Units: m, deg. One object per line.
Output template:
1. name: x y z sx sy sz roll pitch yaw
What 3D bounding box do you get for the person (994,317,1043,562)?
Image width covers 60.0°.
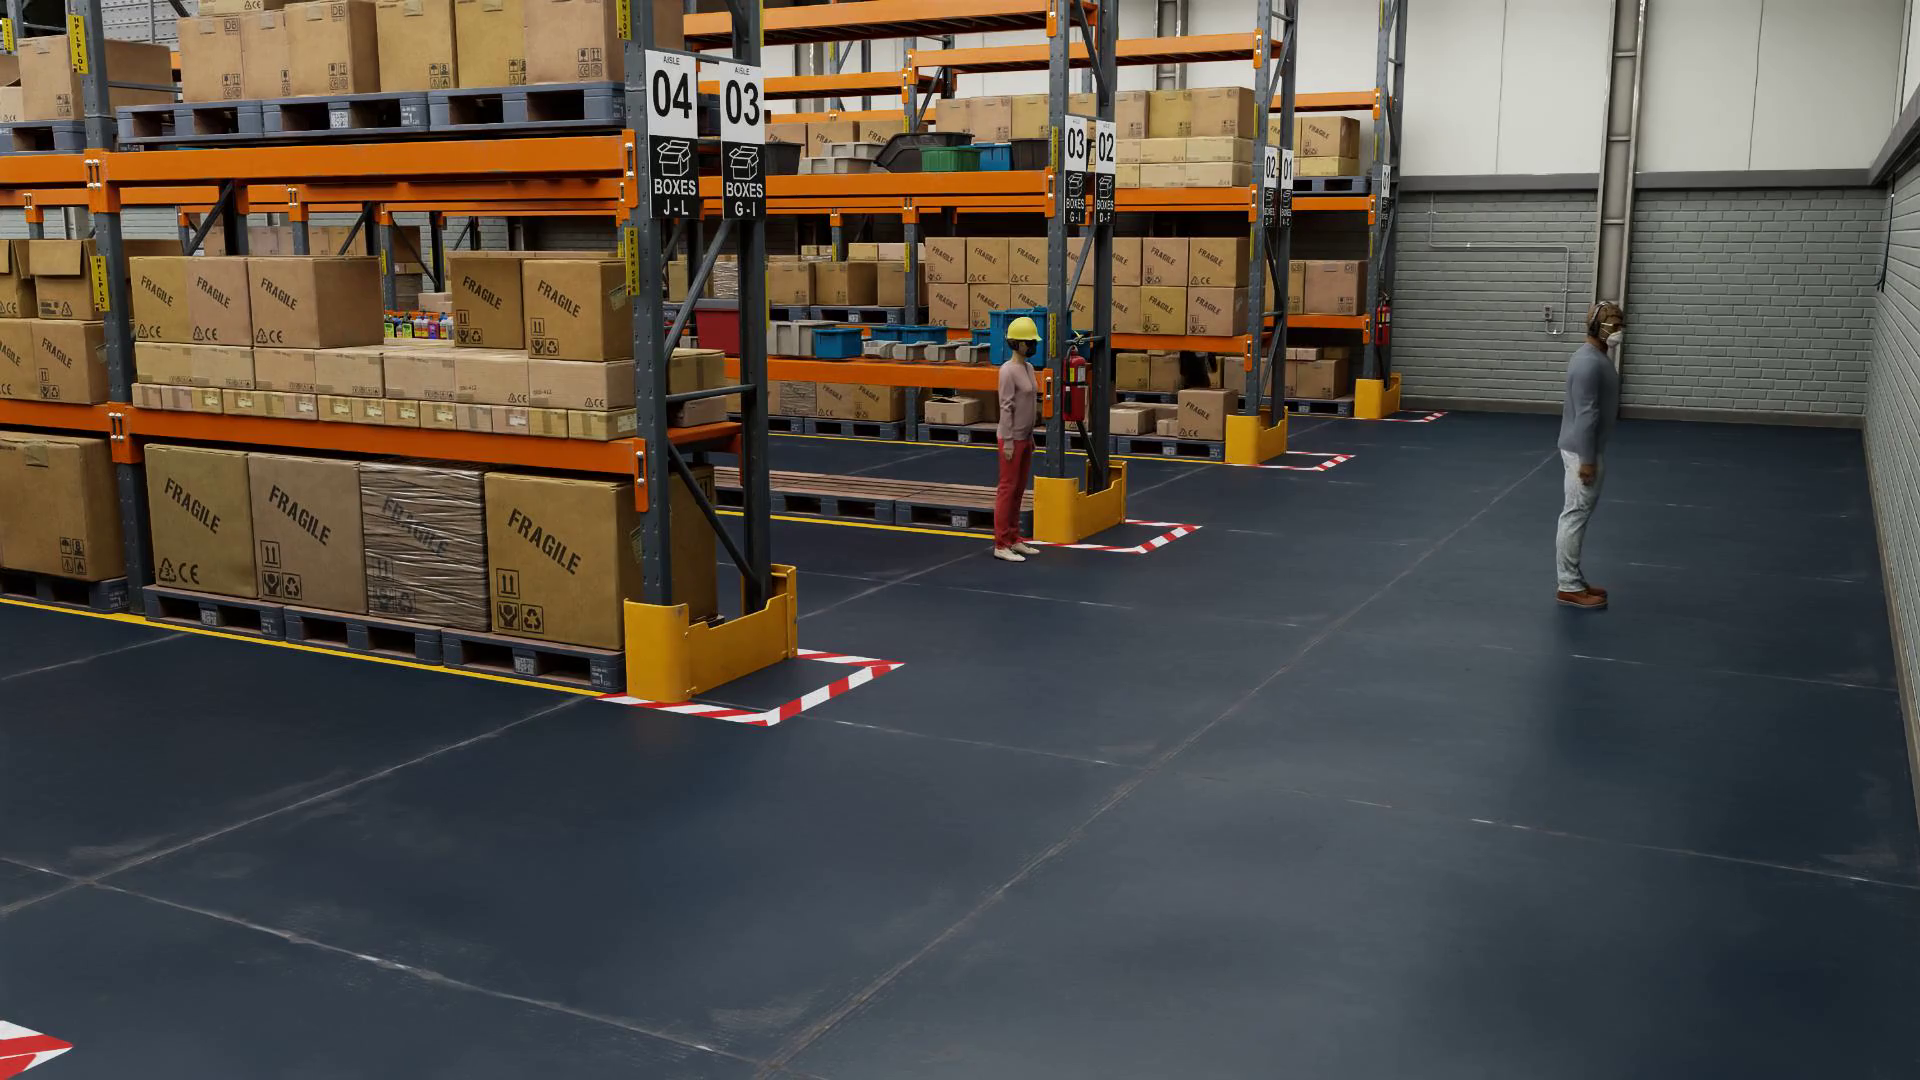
1. person: 0.440 -0.732 12.089 0.327 1.767 0.533 4 11 21

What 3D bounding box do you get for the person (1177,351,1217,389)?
1. person: 2.829 -2.060 19.013 0.873 1.883 0.618 4 11 22

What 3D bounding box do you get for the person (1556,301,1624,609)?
1. person: 4.009 -0.544 10.600 0.379 1.937 0.629 5 11 25
